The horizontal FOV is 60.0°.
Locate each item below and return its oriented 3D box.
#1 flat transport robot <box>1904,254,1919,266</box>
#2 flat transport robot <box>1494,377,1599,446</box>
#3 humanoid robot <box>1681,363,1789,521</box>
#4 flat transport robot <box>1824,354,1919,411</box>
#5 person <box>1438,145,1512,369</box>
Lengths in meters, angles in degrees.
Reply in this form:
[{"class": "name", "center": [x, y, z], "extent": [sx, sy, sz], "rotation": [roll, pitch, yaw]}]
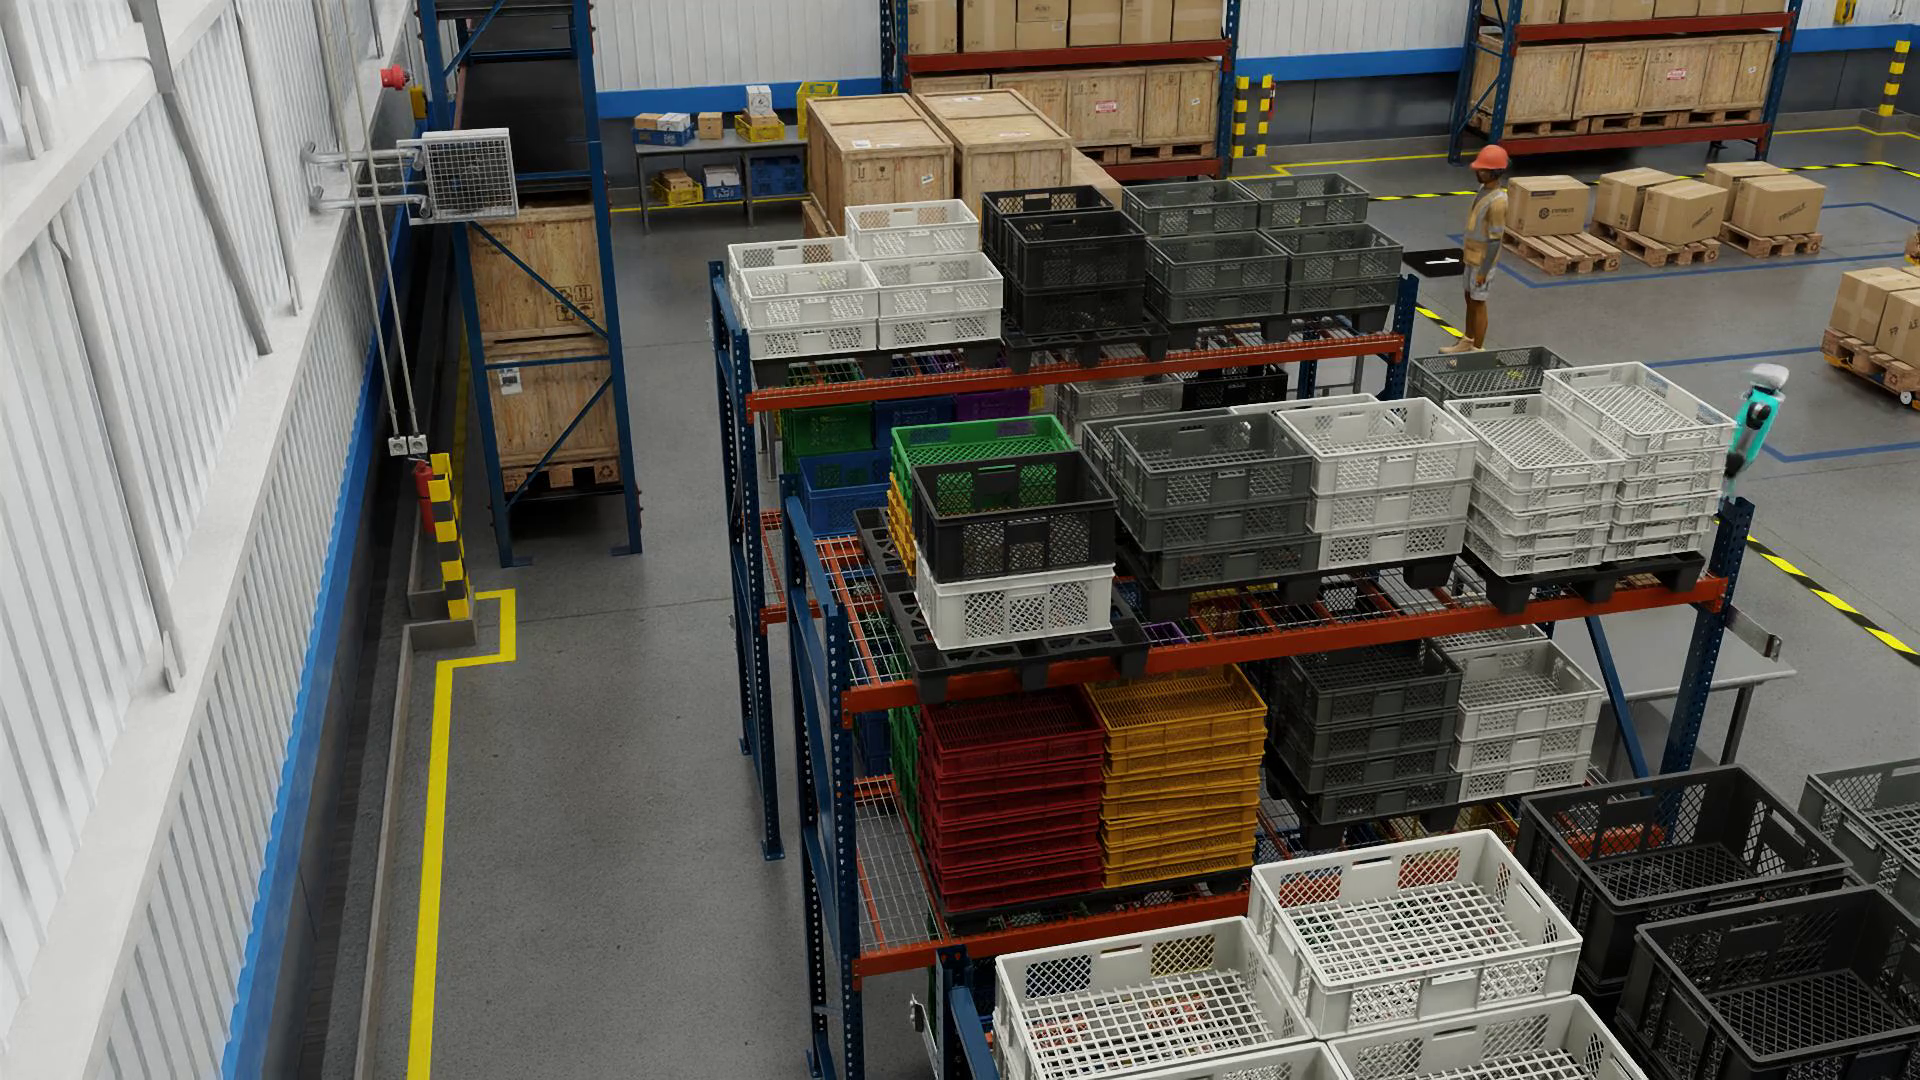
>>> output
[{"class": "flat transport robot", "center": [10.659, -2.814, 17.356], "extent": [0.652, 0.197, 1.431], "rotation": [-6, 28, -12]}, {"class": "flat transport robot", "center": [4.780, -1.036, 14.013], "extent": [0.659, 0.231, 1.431], "rotation": [-6, 28, -12]}, {"class": "humanoid robot", "center": [4.980, -0.388, 11.228], "extent": [0.790, 1.780, 0.544], "rotation": [15, 31, 27]}, {"class": "flat transport robot", "center": [8.473, -1.467, 14.800], "extent": [0.652, 0.197, 1.431], "rotation": [-6, 28, -12]}, {"class": "person", "center": [4.658, -2.538, 14.959], "extent": [0.366, 2.047, 0.605], "rotation": [1, 28, 2]}]
